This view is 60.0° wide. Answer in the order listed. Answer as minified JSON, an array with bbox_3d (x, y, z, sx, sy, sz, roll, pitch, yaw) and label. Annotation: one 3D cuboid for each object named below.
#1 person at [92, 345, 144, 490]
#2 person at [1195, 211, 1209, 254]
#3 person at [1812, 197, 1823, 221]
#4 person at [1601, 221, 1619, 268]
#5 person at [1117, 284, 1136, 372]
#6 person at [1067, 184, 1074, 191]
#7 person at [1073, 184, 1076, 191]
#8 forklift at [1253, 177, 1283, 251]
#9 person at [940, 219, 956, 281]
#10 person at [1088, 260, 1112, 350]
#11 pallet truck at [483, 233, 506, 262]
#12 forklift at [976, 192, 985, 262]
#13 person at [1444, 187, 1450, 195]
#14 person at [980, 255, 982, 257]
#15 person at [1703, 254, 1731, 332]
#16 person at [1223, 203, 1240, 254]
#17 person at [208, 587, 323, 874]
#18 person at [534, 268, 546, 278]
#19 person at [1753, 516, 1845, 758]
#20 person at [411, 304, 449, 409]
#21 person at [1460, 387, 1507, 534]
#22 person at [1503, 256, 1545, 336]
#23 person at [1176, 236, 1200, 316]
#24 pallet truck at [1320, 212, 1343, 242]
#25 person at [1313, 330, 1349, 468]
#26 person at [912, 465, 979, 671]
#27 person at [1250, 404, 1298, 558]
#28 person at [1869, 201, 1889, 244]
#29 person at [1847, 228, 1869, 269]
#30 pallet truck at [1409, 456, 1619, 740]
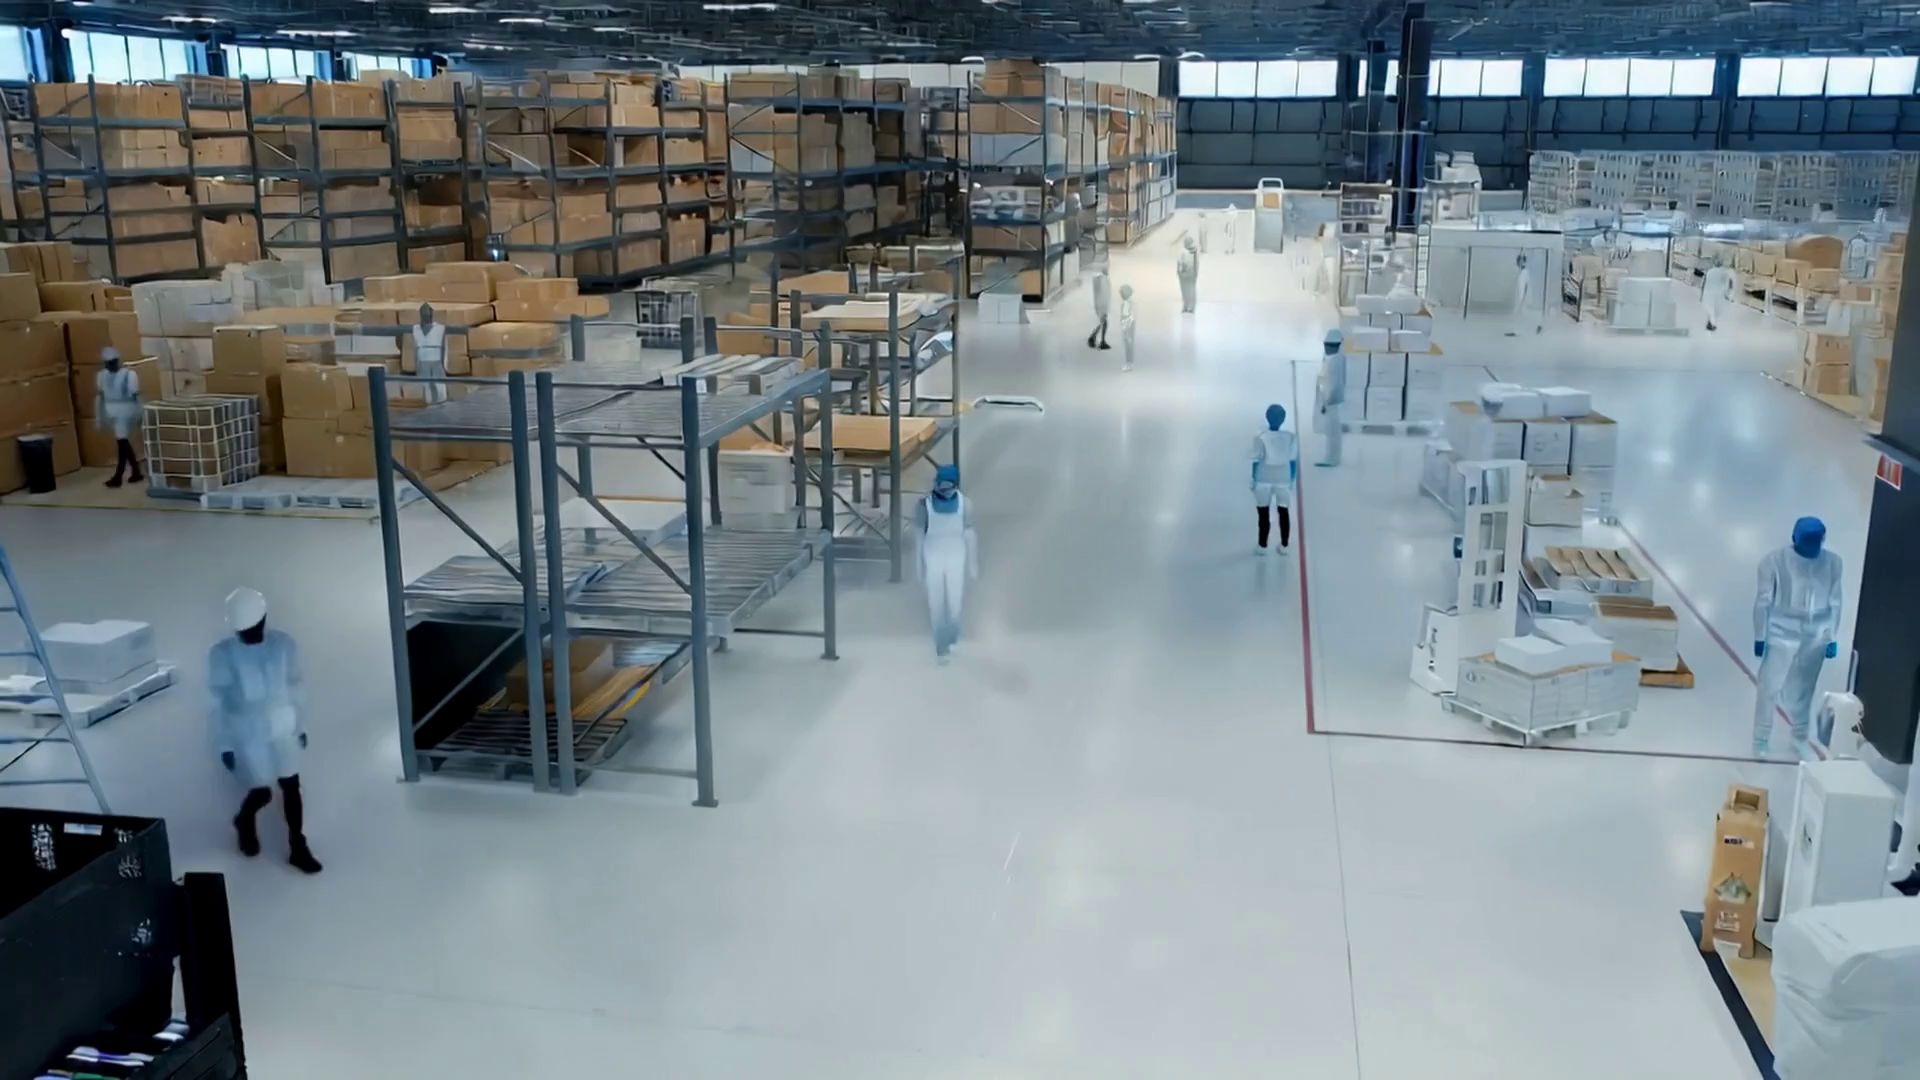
[{"bbox_3d":[-11.072,-1.620,21.830,0.556,1.876,1.025,2,14,6],"label":"person"},{"bbox_3d":[9.216,-11.727,63.437,0.505,1.607,0.707,6,15,24],"label":"person"},{"bbox_3d":[36.128,-13.555,70.325,0.860,1.876,0.644,6,15,24],"label":"person"},{"bbox_3d":[21.628,-9.769,55.324,0.546,1.677,0.412,3,14,13],"label":"person"},{"bbox_3d":[3.254,-4.119,32.356,0.321,1.699,0.537,-1,14,-3],"label":"person"},{"bbox_3d":[5.905,-18.444,90.333,0.632,1.790,0.967,-1,14,-3],"label":"person"},{"bbox_3d":[5.876,-17.063,84.400,0.384,1.948,0.605,-10,17,-35],"label":"person"},{"bbox_3d":[12.083,-12.747,64.956,1.129,2.768,1.873,3,14,10],"label":"forklift"},{"bbox_3d":[-0.307,-9.051,51.952,0.636,1.911,0.406,-8,16,-29],"label":"person"},{"bbox_3d":[3.043,-5.024,35.574,0.430,1.920,0.570,-7,16,-28],"label":"person"},{"bbox_3d":[-11.832,-7.026,43.548,1.885,1.965,0.823,8,16,28],"label":"pallet truck"},{"bbox_3d":[1.203,-10.843,57.226,1.129,2.768,1.873,3,14,10],"label":"forklift"},{"bbox_3d":[23.531,-16.151,80.599,0.382,1.993,0.622,-9,17,-33],"label":"person"},{"bbox_3d":[0.849,-9.277,53.305,0.542,1.695,0.316,-8,16,-28],"label":"person"},{"bbox_3d":[17.581,-5.739,38.685,0.604,1.815,0.431,4,14,14],"label":"person"},{"bbox_3d":[10.294,-11.802,63.059,0.637,1.938,0.357,-2,14,-9],"label":"person"},{"bbox_3d":[-4.379,1.181,10.412,0.529,1.906,0.587,13,19,42],"label":"person"},{"bbox_3d":[-8.403,-4.545,33.645,1.002,1.912,0.623,13,19,42],"label":"person"},{"bbox_3d":[6.235,0.725,12.399,0.631,1.843,0.429,1,14,5],"label":"person"},{"bbox_3d":[-8.509,-2.849,26.753,0.597,1.915,0.369,1,14,5],"label":"person"},{"bbox_3d":[6.164,-0.901,19.191,0.721,1.739,0.539,3,14,13],"label":"person"},{"bbox_3d":[12.909,-5.553,37.887,0.830,1.849,0.508,4,14,16],"label":"person"},{"bbox_3d":[5.730,-6.693,42.106,0.535,2.000,0.674,12,18,40],"label":"person"},{"bbox_3d":[15.874,-13.227,70.310,0.680,1.201,1.601,10,17,35],"label":"pallet truck"},{"bbox_3d":[5.164,-1.957,23.111,0.369,1.927,0.586,9,16,32],"label":"person"},{"bbox_3d":[-0.120,0.225,14.546,0.574,1.779,0.923,-2,14,-6],"label":"person"},{"bbox_3d":[3.432,-0.640,18.234,0.530,1.697,0.322,-3,14,-10],"label":"person"},{"bbox_3d":[38.009,-13.108,68.693,0.950,1.782,0.583,1,14,3],"label":"person"},{"bbox_3d":[27.217,-8.579,50.369,0.522,1.742,0.763,2,14,10],"label":"person"},{"bbox_3d":[4.504,0.400,13.395,0.823,1.965,1.885,-6,15,-23],"label":"pallet truck"}]
